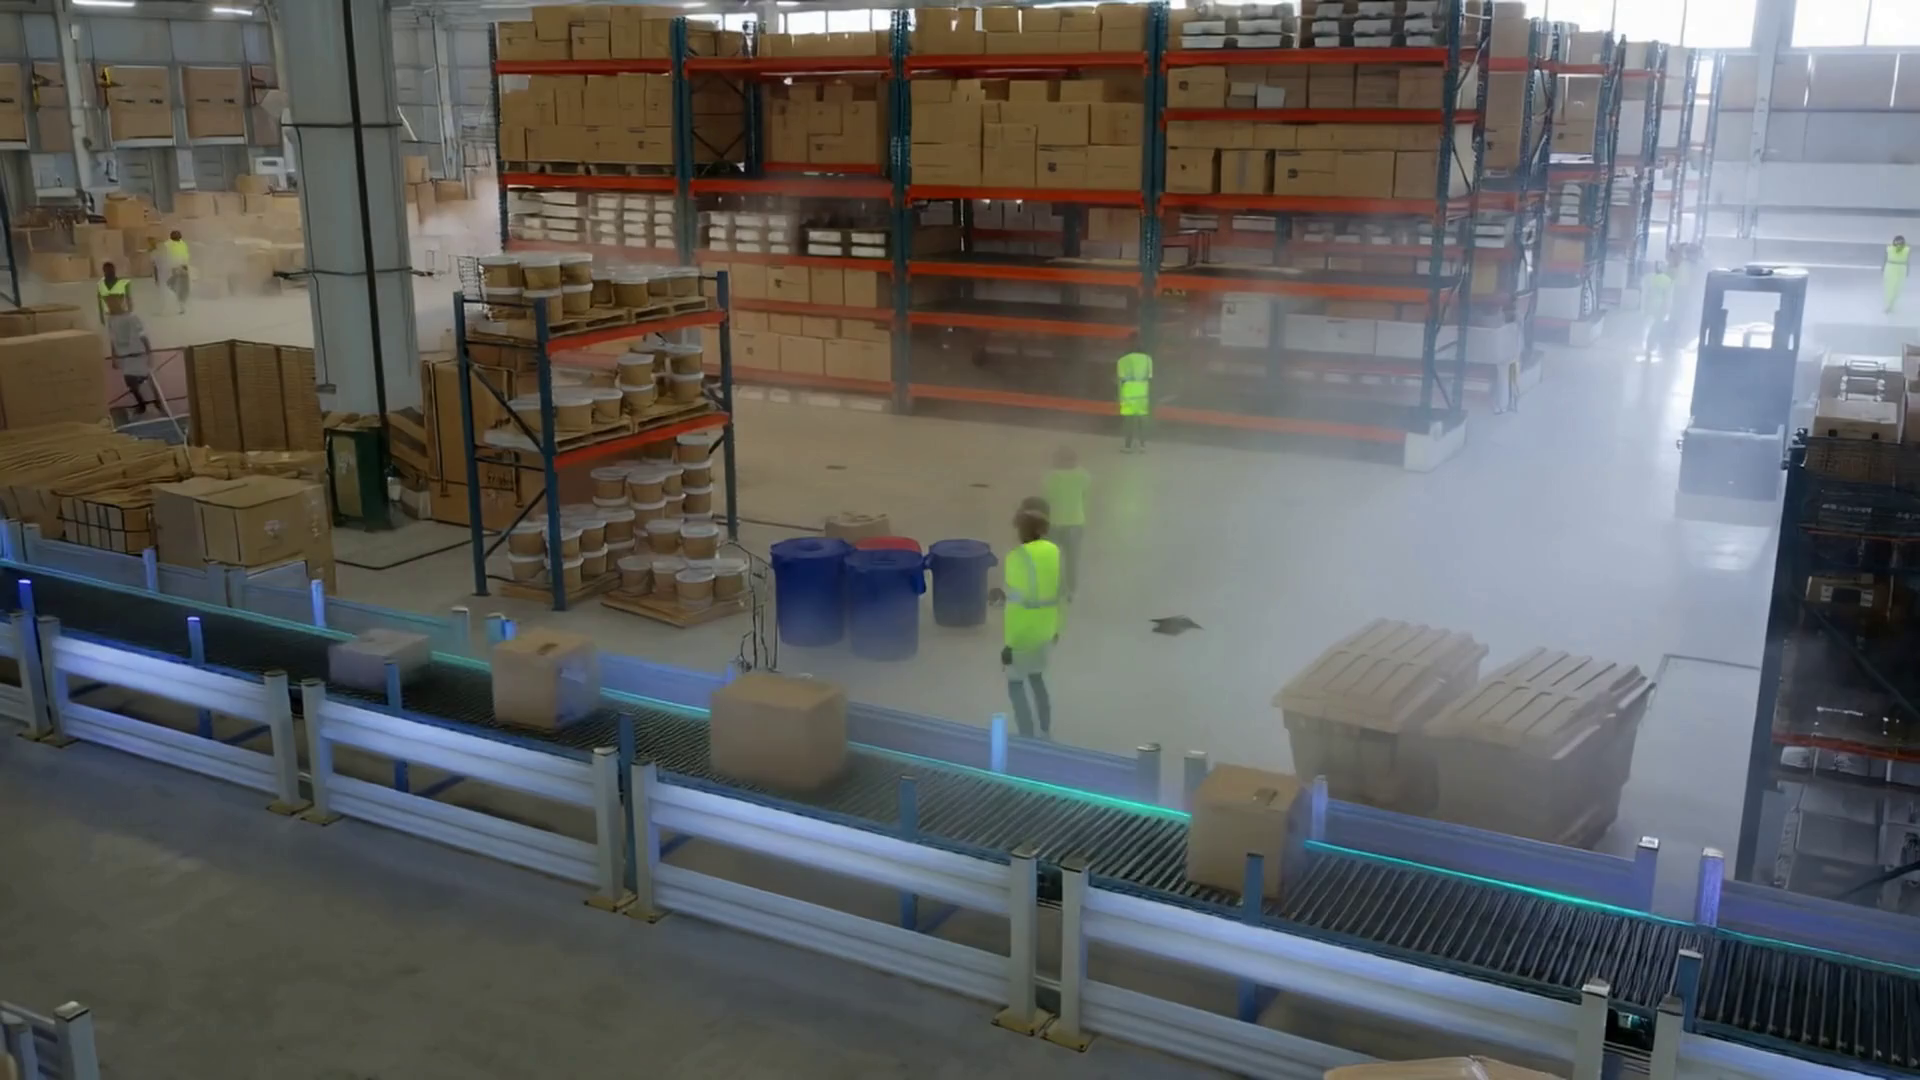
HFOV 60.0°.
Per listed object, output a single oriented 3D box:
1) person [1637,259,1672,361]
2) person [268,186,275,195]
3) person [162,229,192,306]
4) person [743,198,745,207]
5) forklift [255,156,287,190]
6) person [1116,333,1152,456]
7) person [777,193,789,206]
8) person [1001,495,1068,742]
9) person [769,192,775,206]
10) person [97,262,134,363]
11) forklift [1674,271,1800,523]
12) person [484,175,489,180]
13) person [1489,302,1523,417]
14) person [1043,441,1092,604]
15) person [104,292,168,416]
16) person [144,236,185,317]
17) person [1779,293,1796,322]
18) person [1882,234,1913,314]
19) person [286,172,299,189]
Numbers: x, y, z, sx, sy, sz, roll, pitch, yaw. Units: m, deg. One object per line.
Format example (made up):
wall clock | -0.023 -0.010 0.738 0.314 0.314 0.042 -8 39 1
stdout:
person | 13.044 -4.304 31.171 0.399 1.900 0.645 -8 17 -29
person | -23.633 -11.320 57.586 0.615 1.889 1.039 6 16 22
person | -18.636 -6.473 39.532 0.664 1.794 0.642 4 16 16
person | -6.578 -9.507 50.705 0.640 1.913 0.851 5 16 17
forklift | -24.235 -12.131 58.703 1.129 2.768 1.873 0 15 0
person | 2.397 -2.009 22.924 0.530 1.693 0.321 -7 17 -26
person | -5.622 -10.218 53.275 0.651 1.952 0.942 5 16 20
person | 0.502 0.693 12.206 0.461 1.989 0.790 11 18 35
person | -6.130 -10.643 55.180 0.470 1.803 0.703 -6 16 -21
person | -15.650 -4.221 30.886 0.595 1.889 0.945 -1 15 -2
forklift | 9.269 -1.763 19.726 1.129 2.768 1.873 8 17 27
person | -20.608 -15.126 72.272 0.739 1.669 0.534 -1 15 -4
person | 8.460 -2.796 25.743 0.526 1.769 0.330 -8 17 -27
person | 1.045 -0.146 16.058 0.517 1.621 0.422 -4 15 -14
person | -12.780 -2.882 25.779 0.743 1.922 0.518 4 15 14
person | -17.943 -5.937 37.478 0.809 1.820 0.592 1 15 4
person | 15.635 -4.240 31.423 0.282 1.636 0.500 3 15 13
person | 21.365 -6.060 37.957 0.566 1.799 0.909 7 16 24
person | -27.330 -14.151 68.148 0.606 1.917 0.416 -5 16 -17
